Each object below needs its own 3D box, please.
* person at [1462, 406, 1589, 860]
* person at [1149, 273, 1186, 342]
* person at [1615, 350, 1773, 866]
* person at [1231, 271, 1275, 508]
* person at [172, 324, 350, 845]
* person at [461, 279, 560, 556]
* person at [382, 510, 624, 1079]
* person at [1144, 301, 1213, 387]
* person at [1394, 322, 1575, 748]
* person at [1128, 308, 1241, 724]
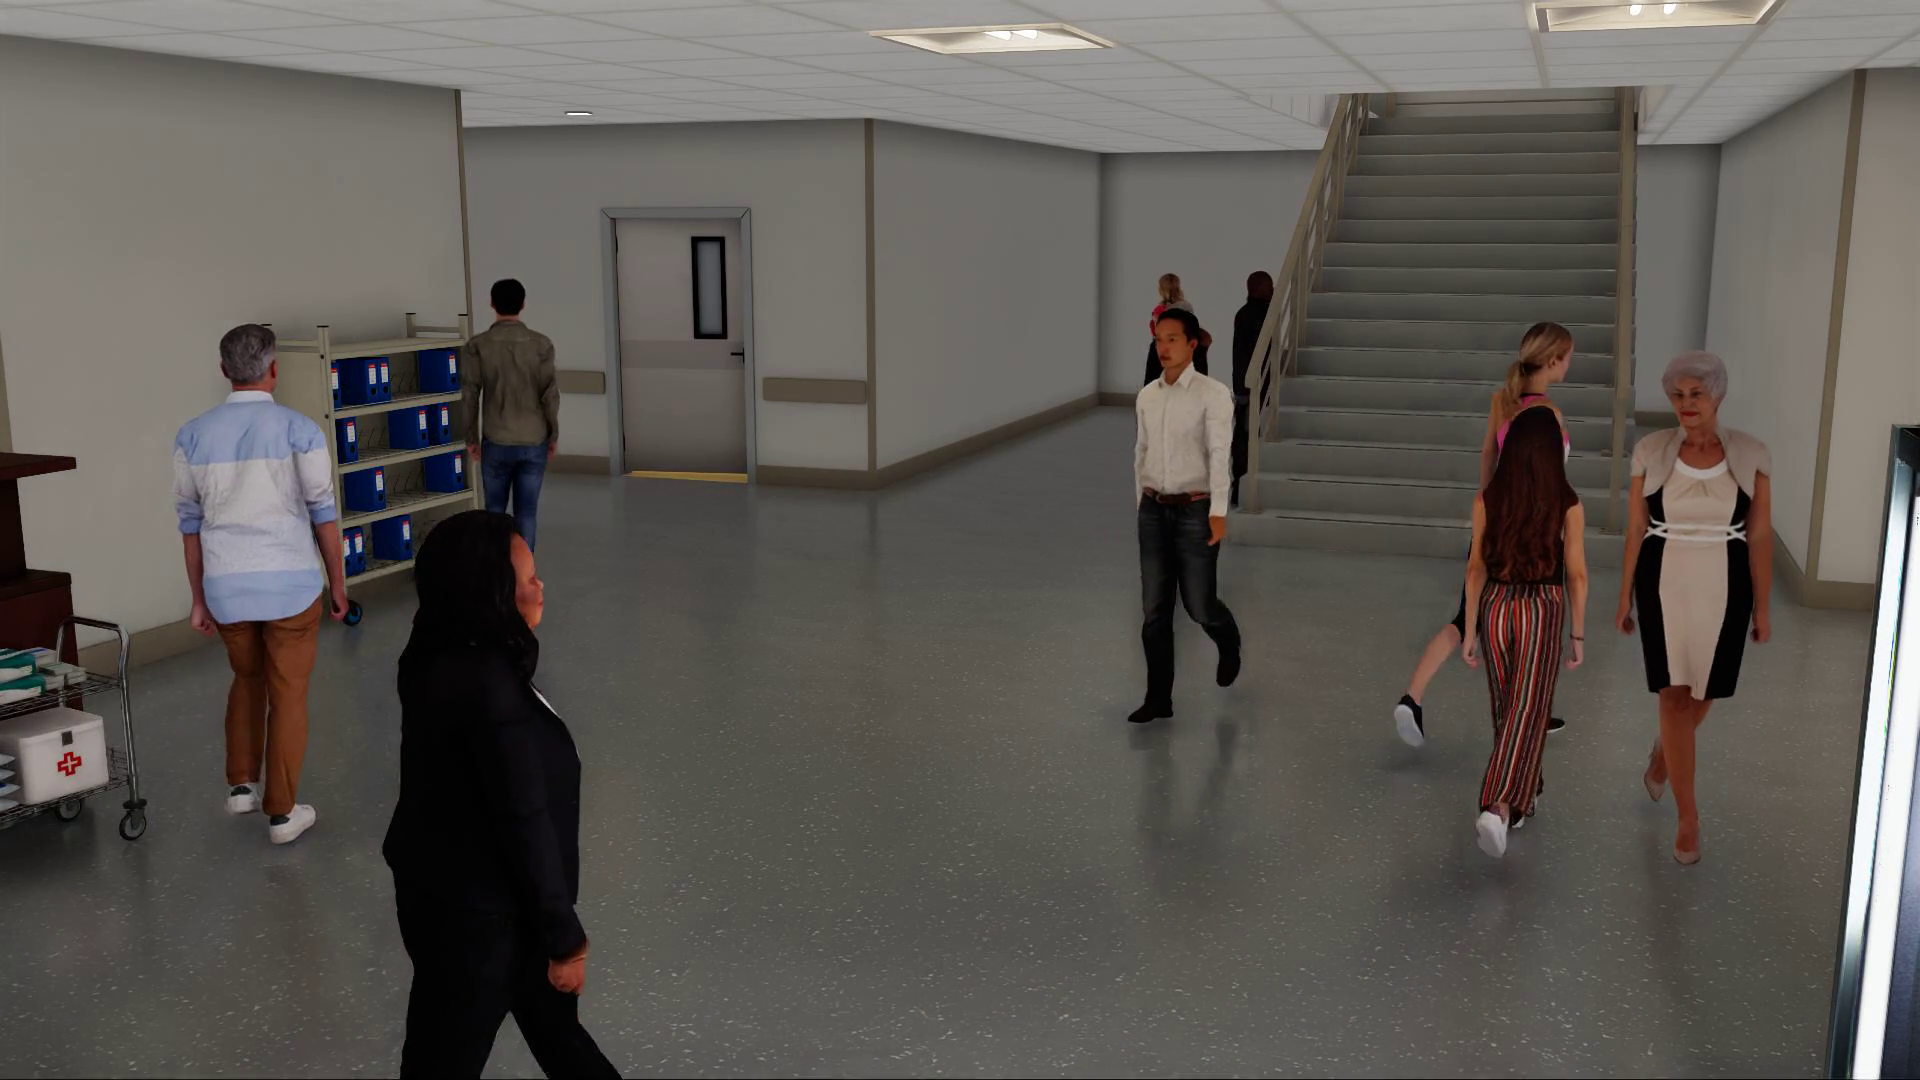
[{"bbox_3d":[1.909,0.332,5.709,0.672,1.534,1.090,6,12,30],"label":"person"},{"bbox_3d":[2.007,-1.589,15.448,1.043,1.678,1.079,-6,12,-27],"label":"person"},{"bbox_3d":[2.563,0.218,5.834,0.636,1.711,1.040,3,11,16],"label":"person"},{"bbox_3d":[2.253,-1.174,12.880,0.843,1.819,0.695,-1,11,-3],"label":"person"},{"bbox_3d":[-2.440,0.179,5.773,0.772,1.810,0.759,0,11,1],"label":"person"},{"bbox_3d":[-2.530,-0.539,9.449,0.822,1.850,0.854,-3,11,-17],"label":"person"},{"bbox_3d":[-1.037,0.768,3.311,1.158,1.573,1.062,-6,12,-30],"label":"person"},{"bbox_3d":[1.561,-0.912,12.032,0.743,1.621,0.799,1,11,5],"label":"person"},{"bbox_3d":[2.152,0.029,6.745,1.170,1.742,1.172,-4,12,-22],"label":"person"},{"bbox_3d":[1.025,-0.104,7.312,0.872,1.793,1.115,9,14,39],"label":"person"}]
